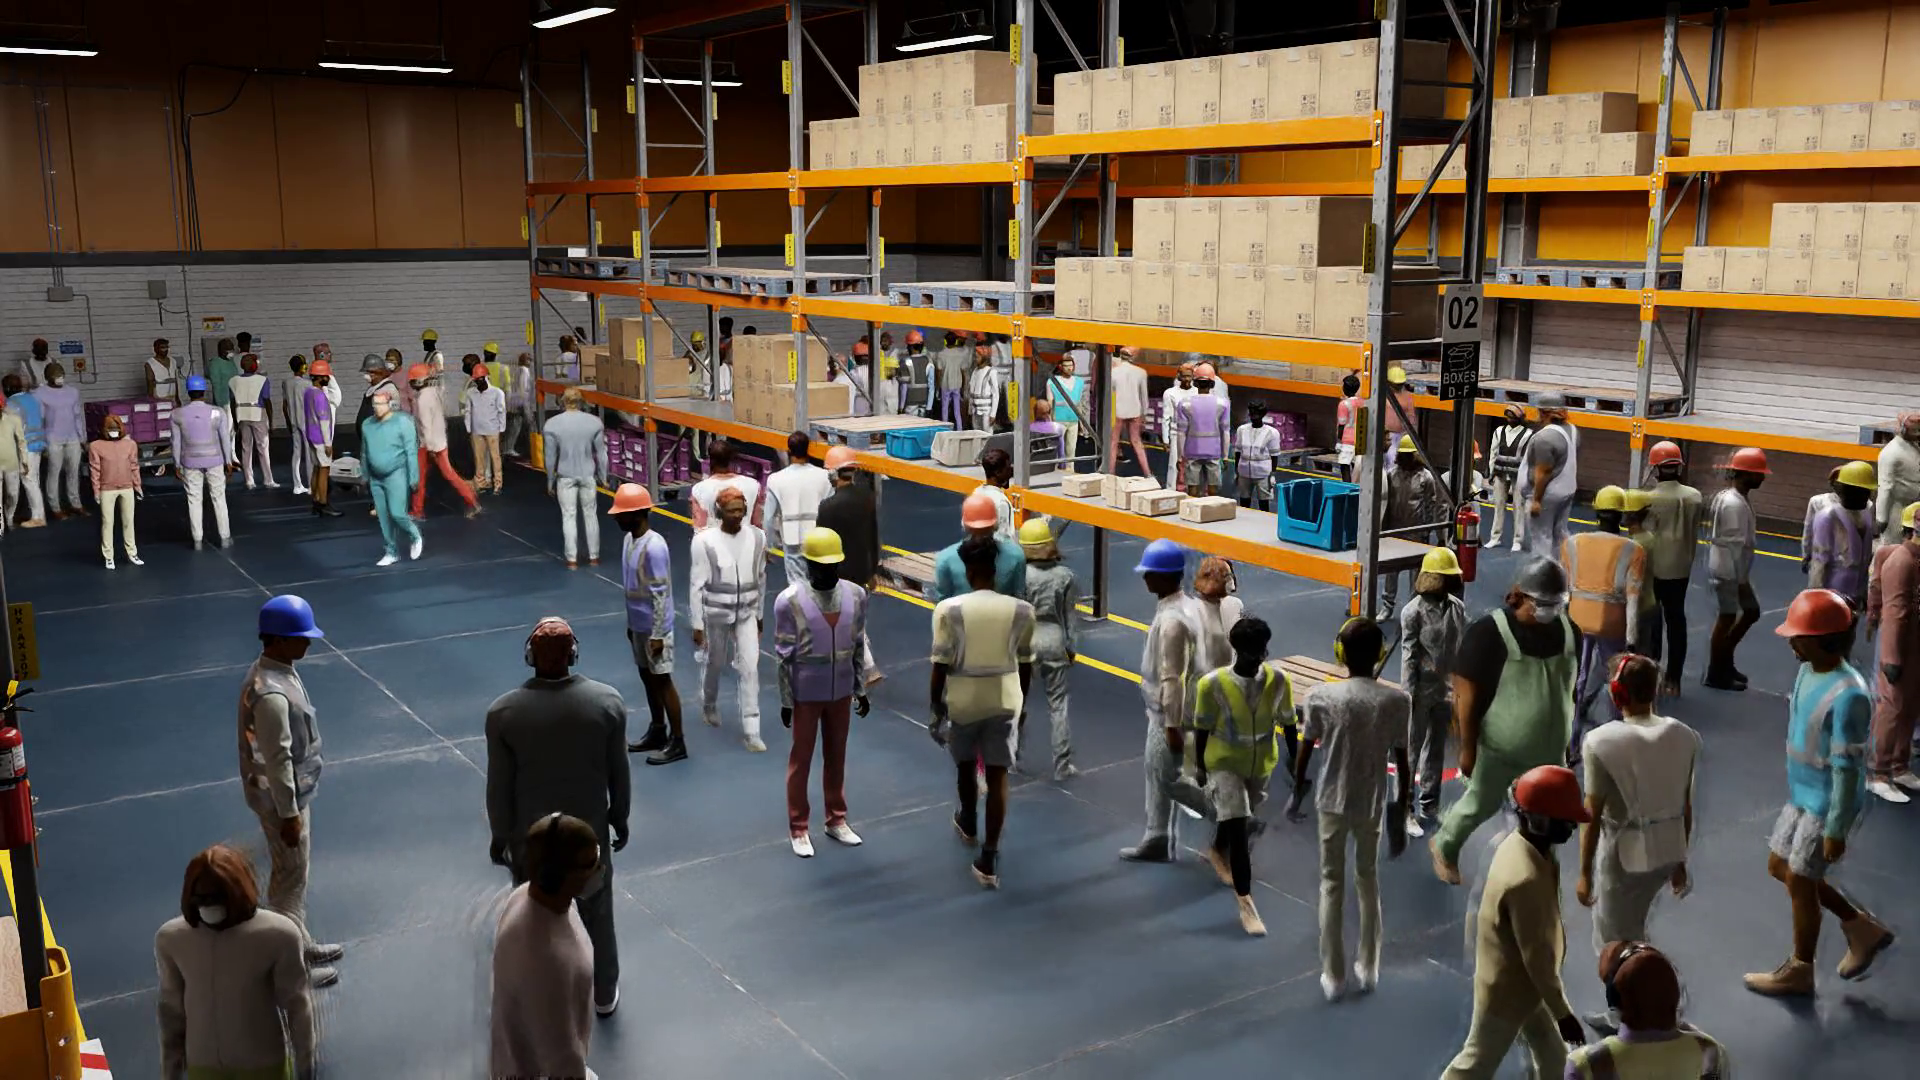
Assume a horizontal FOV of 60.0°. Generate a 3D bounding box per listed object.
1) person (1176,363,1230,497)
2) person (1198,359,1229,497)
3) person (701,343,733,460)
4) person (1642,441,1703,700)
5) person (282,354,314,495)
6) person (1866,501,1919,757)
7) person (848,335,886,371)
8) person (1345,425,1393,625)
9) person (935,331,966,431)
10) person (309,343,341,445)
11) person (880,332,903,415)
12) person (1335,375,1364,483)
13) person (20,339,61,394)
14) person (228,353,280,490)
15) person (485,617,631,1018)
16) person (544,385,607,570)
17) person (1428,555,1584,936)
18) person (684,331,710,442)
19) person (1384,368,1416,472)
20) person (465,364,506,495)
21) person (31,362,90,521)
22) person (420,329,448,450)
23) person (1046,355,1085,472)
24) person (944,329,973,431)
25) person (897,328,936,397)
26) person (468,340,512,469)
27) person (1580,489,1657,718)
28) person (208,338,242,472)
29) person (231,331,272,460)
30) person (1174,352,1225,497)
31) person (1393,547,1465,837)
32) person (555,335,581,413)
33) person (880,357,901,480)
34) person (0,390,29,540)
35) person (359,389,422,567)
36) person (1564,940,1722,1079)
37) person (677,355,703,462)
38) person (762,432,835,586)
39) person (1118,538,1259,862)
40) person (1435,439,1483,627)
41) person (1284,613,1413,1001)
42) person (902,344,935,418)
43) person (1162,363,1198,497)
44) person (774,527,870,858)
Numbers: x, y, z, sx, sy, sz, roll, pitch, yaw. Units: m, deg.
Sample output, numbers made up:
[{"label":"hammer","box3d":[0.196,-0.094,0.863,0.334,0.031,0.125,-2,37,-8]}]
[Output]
[{"label":"person","box3d":[2.743,-0.972,18.820,0.605,2.045,0.376,1,11,5]},{"label":"person","box3d":[3.242,-1.472,21.950,0.530,1.825,0.597,-6,12,-27]},{"label":"person","box3d":[-3.474,-1.895,23.958,0.357,1.881,0.574,9,14,38]},{"label":"person","box3d":[5.384,0.235,12.783,0.610,1.989,0.392,-5,12,-22]},{"label":"person","box3d":[-8.746,-1.535,22.132,0.531,1.876,0.318,4,12,19]},{"label":"person","box3d":[6.529,0.606,11.456,0.525,1.769,0.315,7,13,32]},{"label":"person","box3d":[-1.504,-2.363,26.550,0.632,1.804,0.727,-5,12,-22]},{"label":"person","box3d":[3.706,-0.152,15.166,0.388,1.835,0.564,1,11,5]},{"label":"person","box3d":[-0.154,-2.412,26.677,0.500,1.861,0.328,-4,12,-18]},{"label":"person","box3d":[-8.950,-1.823,23.514,0.408,1.913,0.643,-5,12,-22]},{"label":"person","box3d":[-1.173,-2.556,27.565,0.600,1.806,0.792,3,11,14]},{"label":"person","box3d":[4.953,-1.242,21.111,0.536,1.693,0.319,-11,15,-43]},{"label":"person","box3d":[-13.754,-2.074,24.970,0.680,1.853,0.664,10,15,40]},{"label":"person","box3d":[-9.575,-1.593,22.500,0.564,1.847,0.395,1,11,4]},{"label":"person","box3d":[-1.832,1.287,7.608,0.655,1.906,0.407,-5,12,-24]},{"label":"person","box3d":[-4.032,-0.658,17.495,0.636,1.937,0.362,-4,12,-20]},{"label":"person","box3d":[2.924,0.981,8.831,0.699,2.000,0.984,-2,11,-10]},{"label":"person","box3d":[-4.274,-2.515,27.256,0.602,1.830,0.404,3,11,15]},{"label":"person","box3d":[5.727,-1.376,21.677,0.550,1.719,0.737,-5,12,-25]},{"label":"person","box3d":[-6.321,-1.469,22.108,0.572,1.749,0.341,2,11,10]},{"label":"person","box3d":[-10.992,-1.211,20.316,0.359,1.938,0.635,6,13,28]},{"label":"person","box3d":[-8.292,-2.358,26.201,0.354,1.930,0.590,-8,13,-34]},{"label":"person","box3d":[1.407,-1.569,22.383,0.570,1.842,0.377,-6,13,-28]},{"label":"person","box3d":[-0.057,-2.662,27.915,0.541,1.892,0.990,-4,12,-19]},{"label":"person","box3d":[-0.648,-2.500,27.005,0.603,1.913,0.987,8,14,35]},{"label":"person","box3d":[-6.823,-1.933,24.080,0.642,1.905,0.408,-4,12,-20]},{"label":"person","box3d":[4.785,0.476,12.179,0.769,1.739,0.546,11,15,44]},{"label":"person","box3d":[-10.630,-1.956,24.139,0.372,1.934,0.627,0,11,1]},{"label":"person","box3d":[-10.766,-2.172,25.179,0.602,1.959,0.371,-3,11,-15]},{"label":"person","box3d":[3.032,-1.472,21.386,0.709,2.000,0.535,6,13,28]},{"label":"person","box3d":[2.845,0.900,10.006,0.487,1.746,0.288,-7,13,-32]},{"label":"person","box3d":[-6.140,-2.304,26.186,0.513,1.833,0.343,-10,15,-42]},{"label":"person","box3d":[-0.985,-1.695,23.355,0.454,1.729,0.547,8,14,35]},{"label":"person","box3d":[-11.141,-0.902,19.300,0.563,1.713,0.832,-8,14,-37]},{"label":"person","box3d":[-6.044,-0.662,17.612,0.656,1.891,0.448,4,12,19]},{"label":"person","box3d":[1.977,1.964,4.950,0.514,1.586,0.842,-1,11,-7]},{"label":"person","box3d":[-4.077,-1.962,24.961,0.499,1.628,0.265,-6,12,-27]},{"label":"person","box3d":[-1.397,0.007,14.217,0.624,1.876,0.939,-4,12,-21]},{"label":"person","box3d":[1.292,0.940,9.355,0.701,1.928,0.620,2,11,8]},{"label":"person","box3d":[4.485,-0.058,14.885,0.575,1.749,0.336,-7,13,-33]},{"label":"person","box3d":[1.837,1.257,7.897,0.553,1.858,0.432,0,11,3]},{"label":"person","box3d":[-0.616,-1.974,24.264,0.587,1.920,0.390,10,15,41]},{"label":"person","box3d":[2.815,-1.284,20.864,0.578,1.876,0.365,-1,11,-4]},{"label":"person","box3d":[-0.788,0.870,9.688,0.589,1.928,0.384,-7,13,-31]}]
